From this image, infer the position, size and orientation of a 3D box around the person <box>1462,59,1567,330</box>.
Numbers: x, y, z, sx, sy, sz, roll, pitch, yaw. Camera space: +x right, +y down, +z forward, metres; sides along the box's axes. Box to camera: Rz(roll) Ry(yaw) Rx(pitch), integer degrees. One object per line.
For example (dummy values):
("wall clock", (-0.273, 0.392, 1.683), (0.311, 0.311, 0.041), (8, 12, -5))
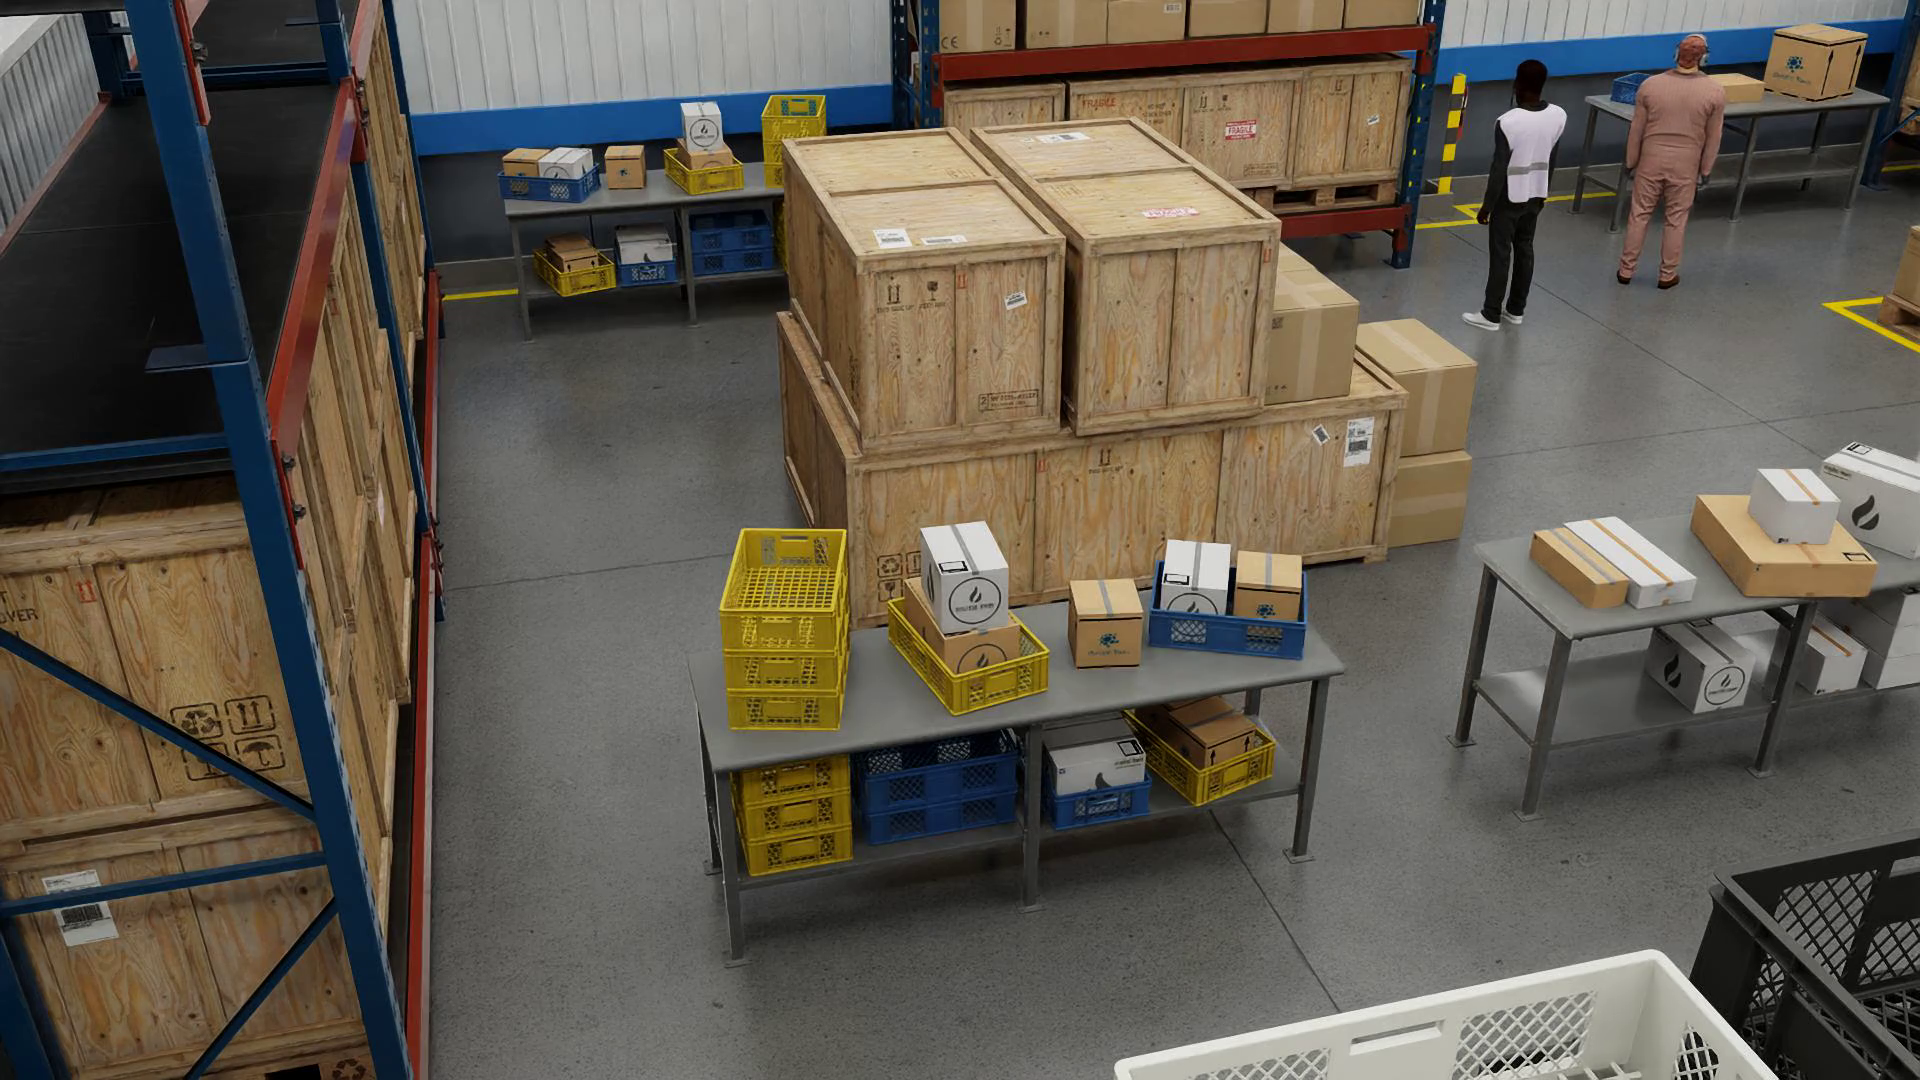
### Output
("person", (3.954, -2.434, 11.814), (0.592, 1.917, 0.392), (-14, 32, -24))

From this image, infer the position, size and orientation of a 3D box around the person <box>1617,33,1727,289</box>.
("person", (5.370, -2.853, 12.584), (0.651, 1.907, 0.409), (13, 32, 23))
